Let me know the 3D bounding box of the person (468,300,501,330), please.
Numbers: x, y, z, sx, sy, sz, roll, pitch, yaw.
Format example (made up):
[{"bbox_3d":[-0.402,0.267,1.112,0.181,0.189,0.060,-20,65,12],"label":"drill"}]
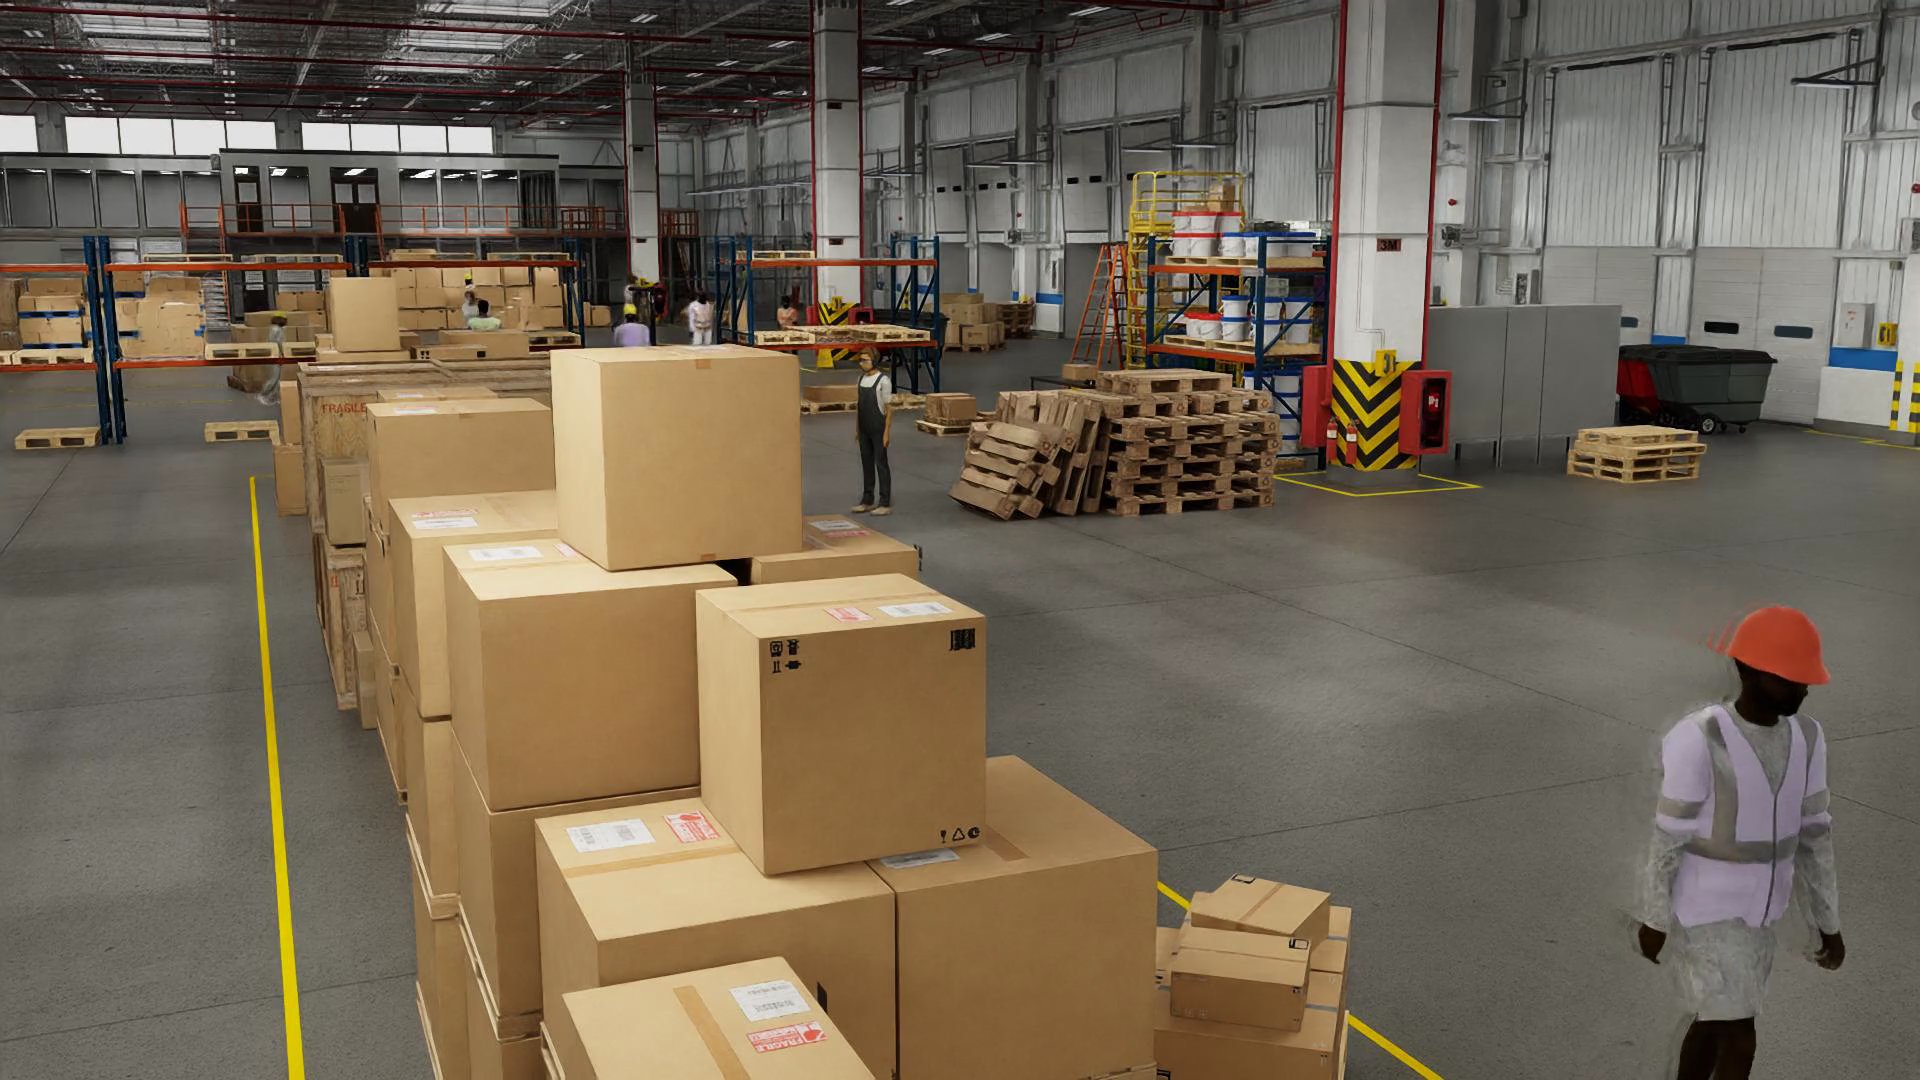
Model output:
[{"bbox_3d":[-8.388,-3.284,29.439,0.594,1.919,0.387,-6,12,-31],"label":"person"}]

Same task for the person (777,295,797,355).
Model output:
[{"bbox_3d":[-4.065,-4.909,39.060,0.541,1.676,0.701,4,11,21],"label":"person"}]

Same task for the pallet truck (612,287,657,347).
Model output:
[{"bbox_3d":[-6.464,-4.406,35.401,0.823,1.965,1.885,6,12,32],"label":"pallet truck"}]

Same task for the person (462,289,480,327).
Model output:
[{"bbox_3d":[-10.380,-4.409,35.643,0.661,1.916,0.470,6,12,28],"label":"person"}]

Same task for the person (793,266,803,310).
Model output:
[{"bbox_3d":[-6.812,-10.618,69.662,0.392,1.990,0.612,-3,11,-18],"label":"person"}]

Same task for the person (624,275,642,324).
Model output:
[{"bbox_3d":[-9.770,-6.943,49.630,0.626,1.916,0.877,-10,14,-43],"label":"person"}]

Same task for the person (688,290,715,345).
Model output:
[{"bbox_3d":[-5.945,-4.836,38.251,0.636,1.823,0.578,-4,11,-23],"label":"person"}]

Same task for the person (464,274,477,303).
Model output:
[{"bbox_3d":[-14.903,-7.132,50.622,0.363,1.928,0.587,1,10,5],"label":"person"}]

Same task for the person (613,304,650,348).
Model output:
[{"bbox_3d":[-5.473,-2.971,27.724,0.612,1.908,0.650,-3,11,-14],"label":"person"}]

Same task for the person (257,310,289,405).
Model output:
[{"bbox_3d":[-12.369,-3.281,30.005,0.580,1.697,0.530,-3,11,-17],"label":"person"}]

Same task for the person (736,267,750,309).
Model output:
[{"bbox_3d":[-9.311,-10.828,71.228,0.633,1.841,0.429,-5,12,-27],"label":"person"}]

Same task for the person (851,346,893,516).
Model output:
[{"bbox_3d":[-0.945,-1.179,18.040,0.517,1.843,0.326,10,14,43],"label":"person"}]

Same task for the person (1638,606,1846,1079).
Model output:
[{"bbox_3d":[2.440,1.149,5.018,0.564,1.905,0.852,-4,11,-19],"label":"person"}]

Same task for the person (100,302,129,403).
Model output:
[{"bbox_3d":[-15.585,-3.460,30.560,0.328,1.867,0.509,3,11,14],"label":"person"}]
